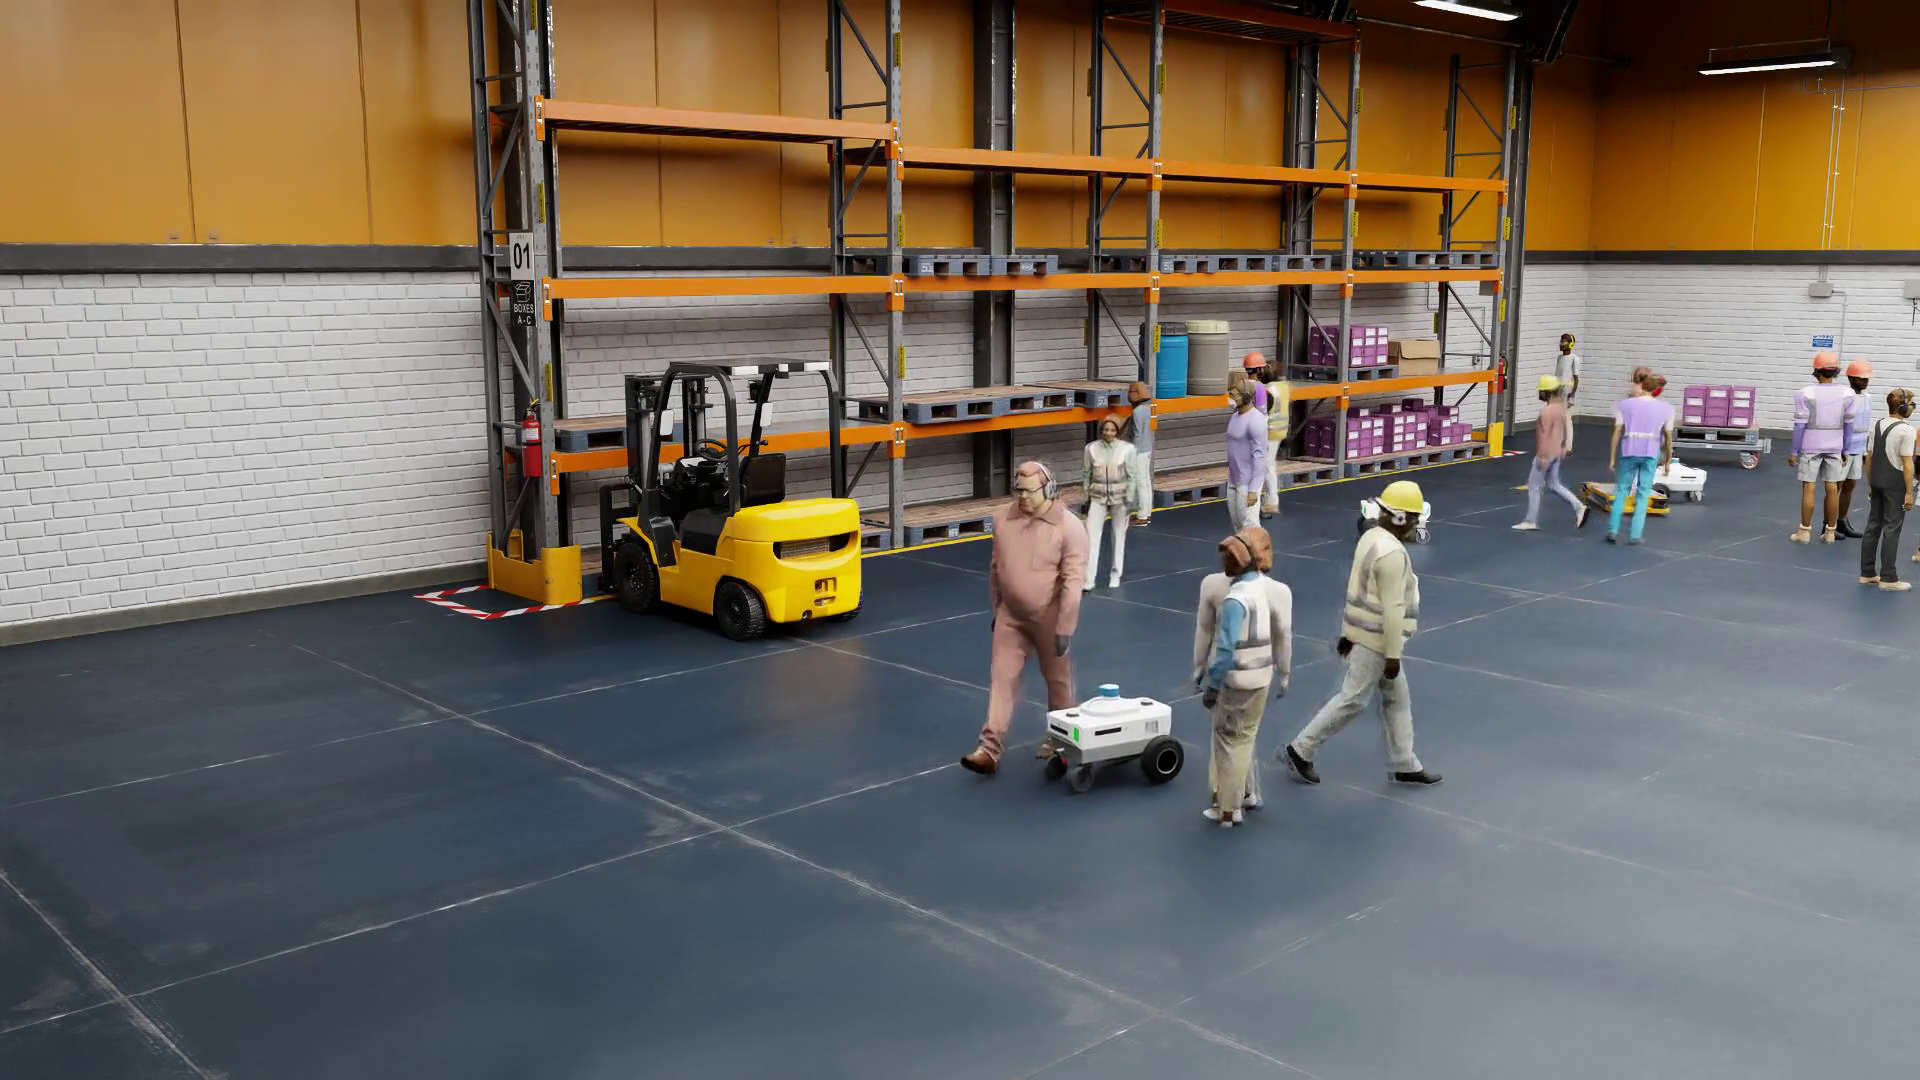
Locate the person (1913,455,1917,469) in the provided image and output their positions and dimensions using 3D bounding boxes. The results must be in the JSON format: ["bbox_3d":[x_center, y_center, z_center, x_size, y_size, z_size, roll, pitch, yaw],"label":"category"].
[{"bbox_3d":[13.902,-1.894,23.439,1.004,1.881,0.542,1,10,7],"label":"person"}]

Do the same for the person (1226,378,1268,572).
[{"bbox_3d":[2.588,-0.505,15.137,0.352,1.937,0.635,-2,10,-11],"label":"person"}]

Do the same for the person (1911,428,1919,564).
[{"bbox_3d":[9.642,-0.589,16.340,0.529,1.694,0.321,2,10,13],"label":"person"}]

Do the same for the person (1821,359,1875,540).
[{"bbox_3d":[9.562,-0.967,17.841,0.548,1.937,0.379,-4,11,-24],"label":"person"}]

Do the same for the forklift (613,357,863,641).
[{"bbox_3d":[-1.847,-0.414,13.852,1.214,2.155,2.313,-9,13,-42],"label":"forklift"}]

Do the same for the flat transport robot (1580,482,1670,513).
[{"bbox_3d":[8.013,-0.518,20.084,0.652,0.197,1.431,1,10,6],"label":"flat transport robot"}]

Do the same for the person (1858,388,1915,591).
[{"bbox_3d":[8.474,-0.460,15.145,0.330,1.844,0.520,-2,10,-11],"label":"person"}]

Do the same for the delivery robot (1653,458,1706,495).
[{"bbox_3d":[8.761,-0.764,20.419,0.707,0.478,0.477,1,10,4],"label":"delivery robot"}]

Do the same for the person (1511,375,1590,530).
[{"bbox_3d":[6.537,-0.946,18.315,0.733,1.738,0.536,8,12,39],"label":"person"}]

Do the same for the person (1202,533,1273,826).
[{"bbox_3d":[1.471,0.740,8.829,0.392,1.605,0.574,5,11,28],"label":"person"}]

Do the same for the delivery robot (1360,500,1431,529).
[{"bbox_3d":[4.627,-0.295,17.678,0.707,0.478,0.477,2,10,9],"label":"delivery robot"}]

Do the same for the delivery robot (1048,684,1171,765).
[{"bbox_3d":[0.865,1.080,9.627,0.707,0.478,0.477,-5,11,-29],"label":"delivery robot"}]

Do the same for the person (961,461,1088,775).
[{"bbox_3d":[0.403,0.459,9.752,0.655,1.845,1.023,5,11,29],"label":"person"}]

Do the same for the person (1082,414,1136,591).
[{"bbox_3d":[1.330,-0.322,15.043,0.506,1.608,0.731,3,10,16],"label":"person"}]

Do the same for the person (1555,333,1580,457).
[{"bbox_3d":[9.135,-2.192,25.198,0.328,1.877,0.510,-3,10,-19],"label":"person"}]

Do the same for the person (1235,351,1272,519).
[{"bbox_3d":[3.391,-1.207,19.232,0.347,1.943,0.545,-5,11,-26],"label":"person"}]

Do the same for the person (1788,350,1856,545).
[{"bbox_3d":[9.057,-0.966,17.515,0.605,2.048,0.370,1,10,6],"label":"person"}]

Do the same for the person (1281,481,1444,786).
[{"bbox_3d":[2.306,0.542,9.498,0.899,1.782,0.608,1,10,6],"label":"person"}]

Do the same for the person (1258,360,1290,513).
[{"bbox_3d":[3.563,-1.227,19.727,0.636,1.812,0.648,6,11,29],"label":"person"}]

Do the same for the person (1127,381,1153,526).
[{"bbox_3d":[2.023,-0.974,18.769,0.280,1.632,0.501,4,10,21],"label":"person"}]

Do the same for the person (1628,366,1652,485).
[{"bbox_3d":[8.753,-1.420,21.405,0.401,1.626,0.530,5,11,27],"label":"person"}]

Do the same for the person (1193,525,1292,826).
[{"bbox_3d":[1.515,0.719,8.899,0.519,1.610,0.408,5,11,26],"label":"person"}]

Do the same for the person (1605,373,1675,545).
[{"bbox_3d":[7.187,-0.850,17.532,0.593,1.805,0.475,4,11,24],"label":"person"}]
